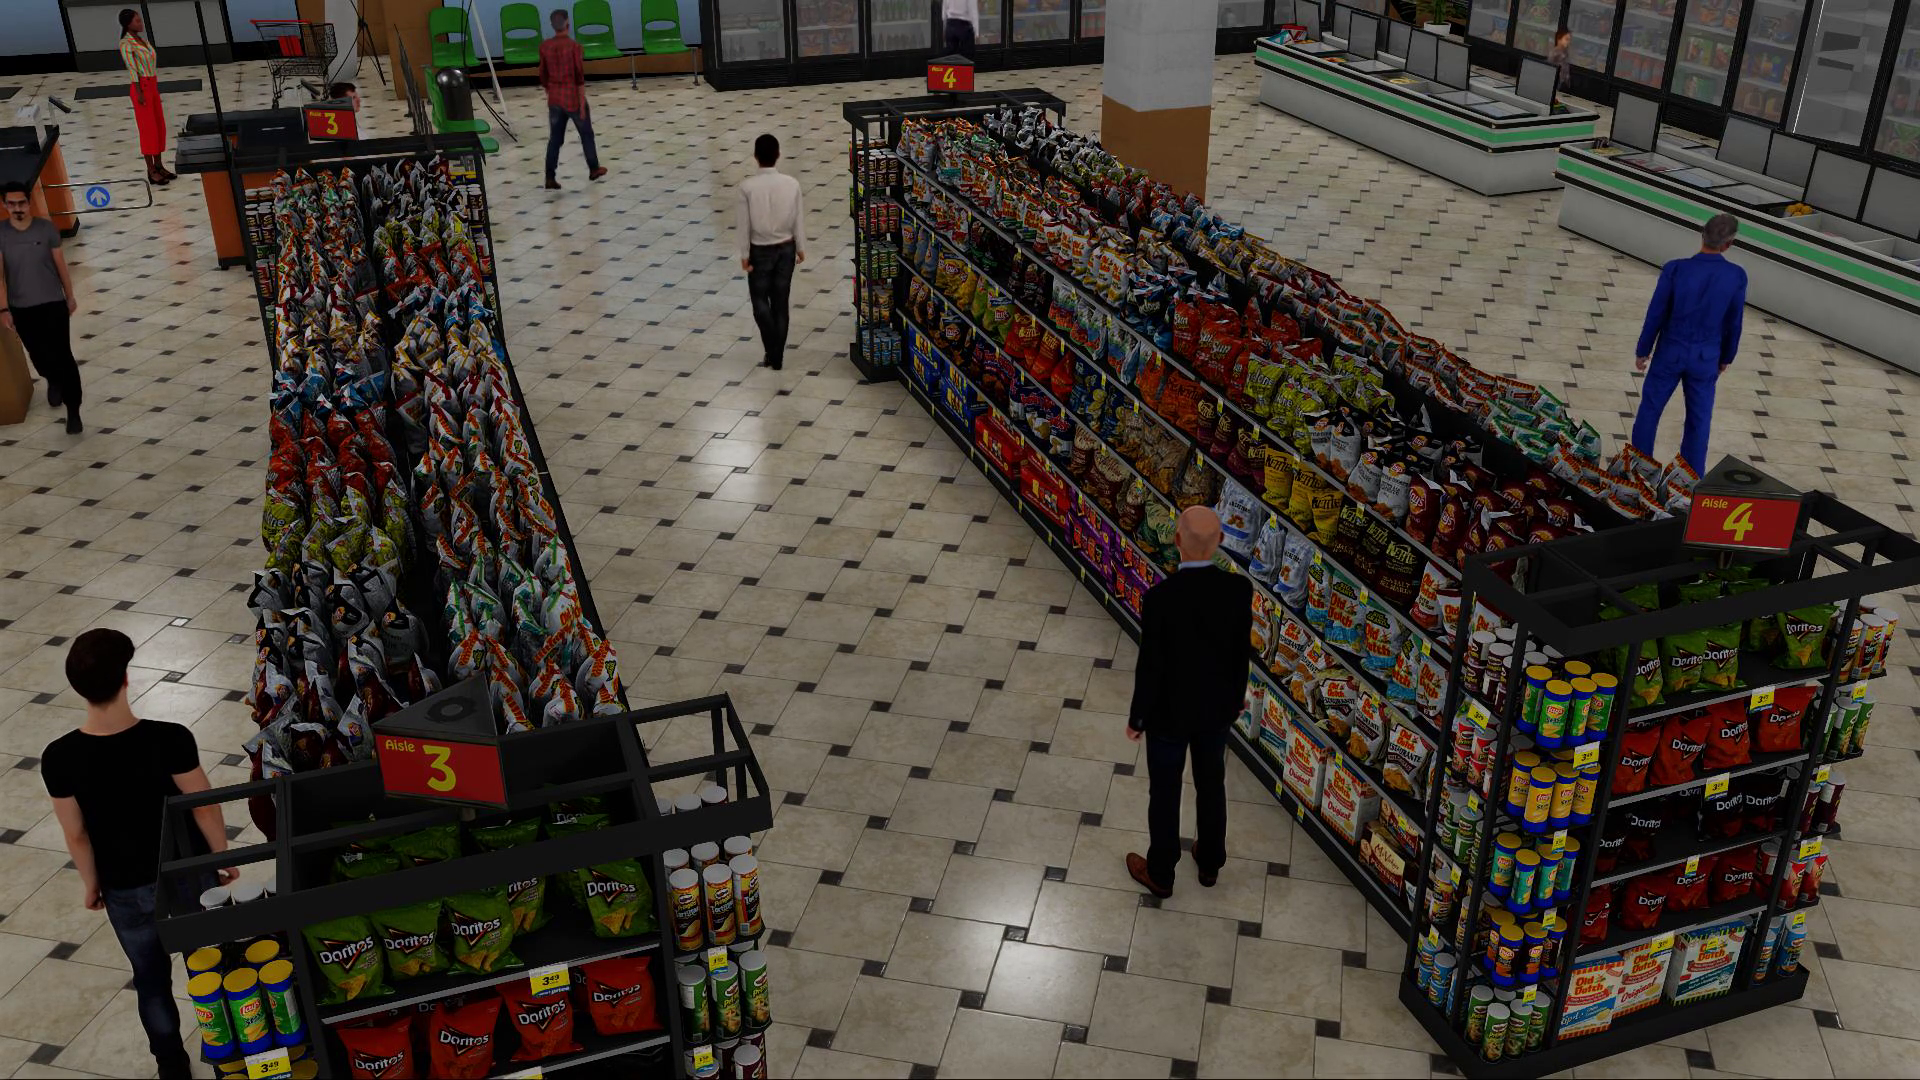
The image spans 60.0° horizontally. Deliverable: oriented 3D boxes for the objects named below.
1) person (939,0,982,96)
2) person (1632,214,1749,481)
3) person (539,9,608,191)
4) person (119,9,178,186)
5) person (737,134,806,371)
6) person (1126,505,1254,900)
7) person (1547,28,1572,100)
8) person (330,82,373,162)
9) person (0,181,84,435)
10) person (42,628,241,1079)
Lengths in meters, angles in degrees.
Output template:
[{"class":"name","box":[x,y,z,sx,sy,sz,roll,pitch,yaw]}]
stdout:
[{"class":"person","box":[-0.035,-6.330,20.688,0.998,1.851,1.038,13,30,25]},{"class":"person","box":[4.615,-1.150,10.506,0.937,1.821,0.985,5,27,9]},{"class":"person","box":[-4.096,-4.465,17.087,1.158,1.782,1.333,7,28,13]},{"class":"person","box":[-8.533,-4.646,17.432,0.718,1.792,0.570,-1,27,-2]},{"class":"person","box":[-1.386,-2.095,12.396,0.699,1.798,0.827,-7,28,-14]},{"class":"person","box":[0.947,0.686,6.911,0.686,1.798,0.555,-8,28,-16]},{"class":"person","box":[7.015,-5.466,19.719,0.512,1.186,0.509,-17,31,-30]},{"class":"person","box":[-5.049,-2.886,13.898,0.736,1.850,0.538,-5,27,-10]},{"class":"person","box":[-6.455,-1.663,11.634,0.610,1.718,1.180,-9,28,-17]},{"class":"person","box":[-2.824,1.172,5.845,0.652,1.897,0.556,-10,28,-18]}]
